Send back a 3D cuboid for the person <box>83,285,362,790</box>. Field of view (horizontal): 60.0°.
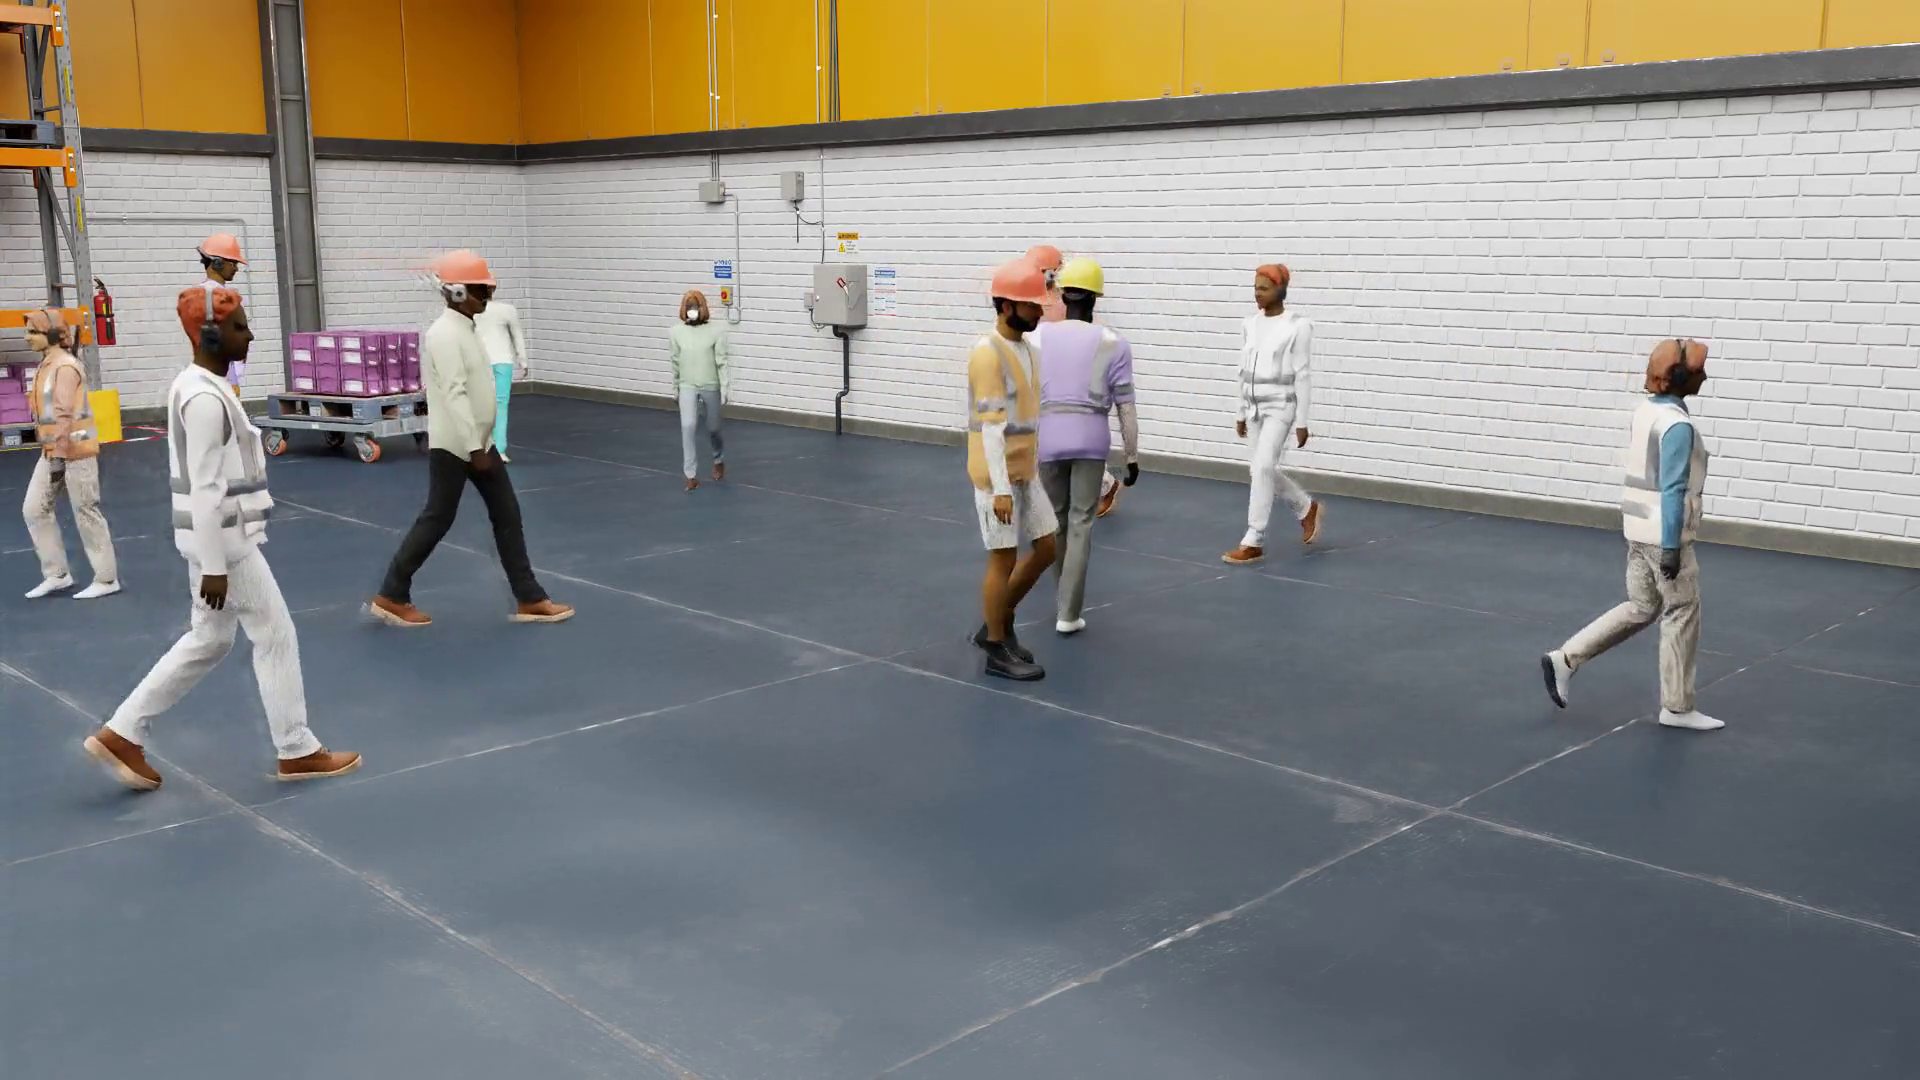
[{"bbox_3d":[-2.727,0.011,6.012,0.884,1.852,0.584,-5,12,-26],"label":"person"}]

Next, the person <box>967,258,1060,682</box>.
[{"bbox_3d":[0.234,-0.301,7.510,0.389,1.918,0.563,5,12,27],"label":"person"}]

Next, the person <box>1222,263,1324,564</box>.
[{"bbox_3d":[2.008,-0.798,10.404,0.836,1.862,0.584,-6,12,-31],"label":"person"}]

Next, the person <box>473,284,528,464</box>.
[{"bbox_3d":[-4.189,-1.562,14.952,0.552,1.708,0.932,-1,10,-7],"label":"person"}]

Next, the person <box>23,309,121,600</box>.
[{"bbox_3d":[-4.988,-0.453,9.162,0.534,1.618,0.578,10,14,43],"label":"person"}]

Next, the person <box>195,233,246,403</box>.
[{"bbox_3d":[-5.349,-1.207,12.137,0.382,2.038,0.606,-6,12,-32],"label":"person"}]

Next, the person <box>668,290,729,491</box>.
[{"bbox_3d":[-2.102,-1.236,13.492,0.501,1.595,0.821,0,10,1],"label":"person"}]

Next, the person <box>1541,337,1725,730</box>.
[{"bbox_3d":[2.799,-0.021,6.801,0.658,1.616,0.523,1,10,5],"label":"person"}]

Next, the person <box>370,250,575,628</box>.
[{"bbox_3d":[-2.581,-0.509,8.566,1.008,1.955,0.609,1,10,3],"label":"person"}]

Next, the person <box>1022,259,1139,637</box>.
[{"bbox_3d":[0.624,-0.488,8.585,0.615,1.893,0.799,4,11,19],"label":"person"}]

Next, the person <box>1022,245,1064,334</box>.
[{"bbox_3d":[0.740,-1.545,14.252,0.551,1.936,0.357,1,10,7],"label":"person"}]

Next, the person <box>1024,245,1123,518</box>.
[{"bbox_3d":[0.706,-1.071,11.613,0.856,1.964,0.610,-6,12,-31],"label":"person"}]
